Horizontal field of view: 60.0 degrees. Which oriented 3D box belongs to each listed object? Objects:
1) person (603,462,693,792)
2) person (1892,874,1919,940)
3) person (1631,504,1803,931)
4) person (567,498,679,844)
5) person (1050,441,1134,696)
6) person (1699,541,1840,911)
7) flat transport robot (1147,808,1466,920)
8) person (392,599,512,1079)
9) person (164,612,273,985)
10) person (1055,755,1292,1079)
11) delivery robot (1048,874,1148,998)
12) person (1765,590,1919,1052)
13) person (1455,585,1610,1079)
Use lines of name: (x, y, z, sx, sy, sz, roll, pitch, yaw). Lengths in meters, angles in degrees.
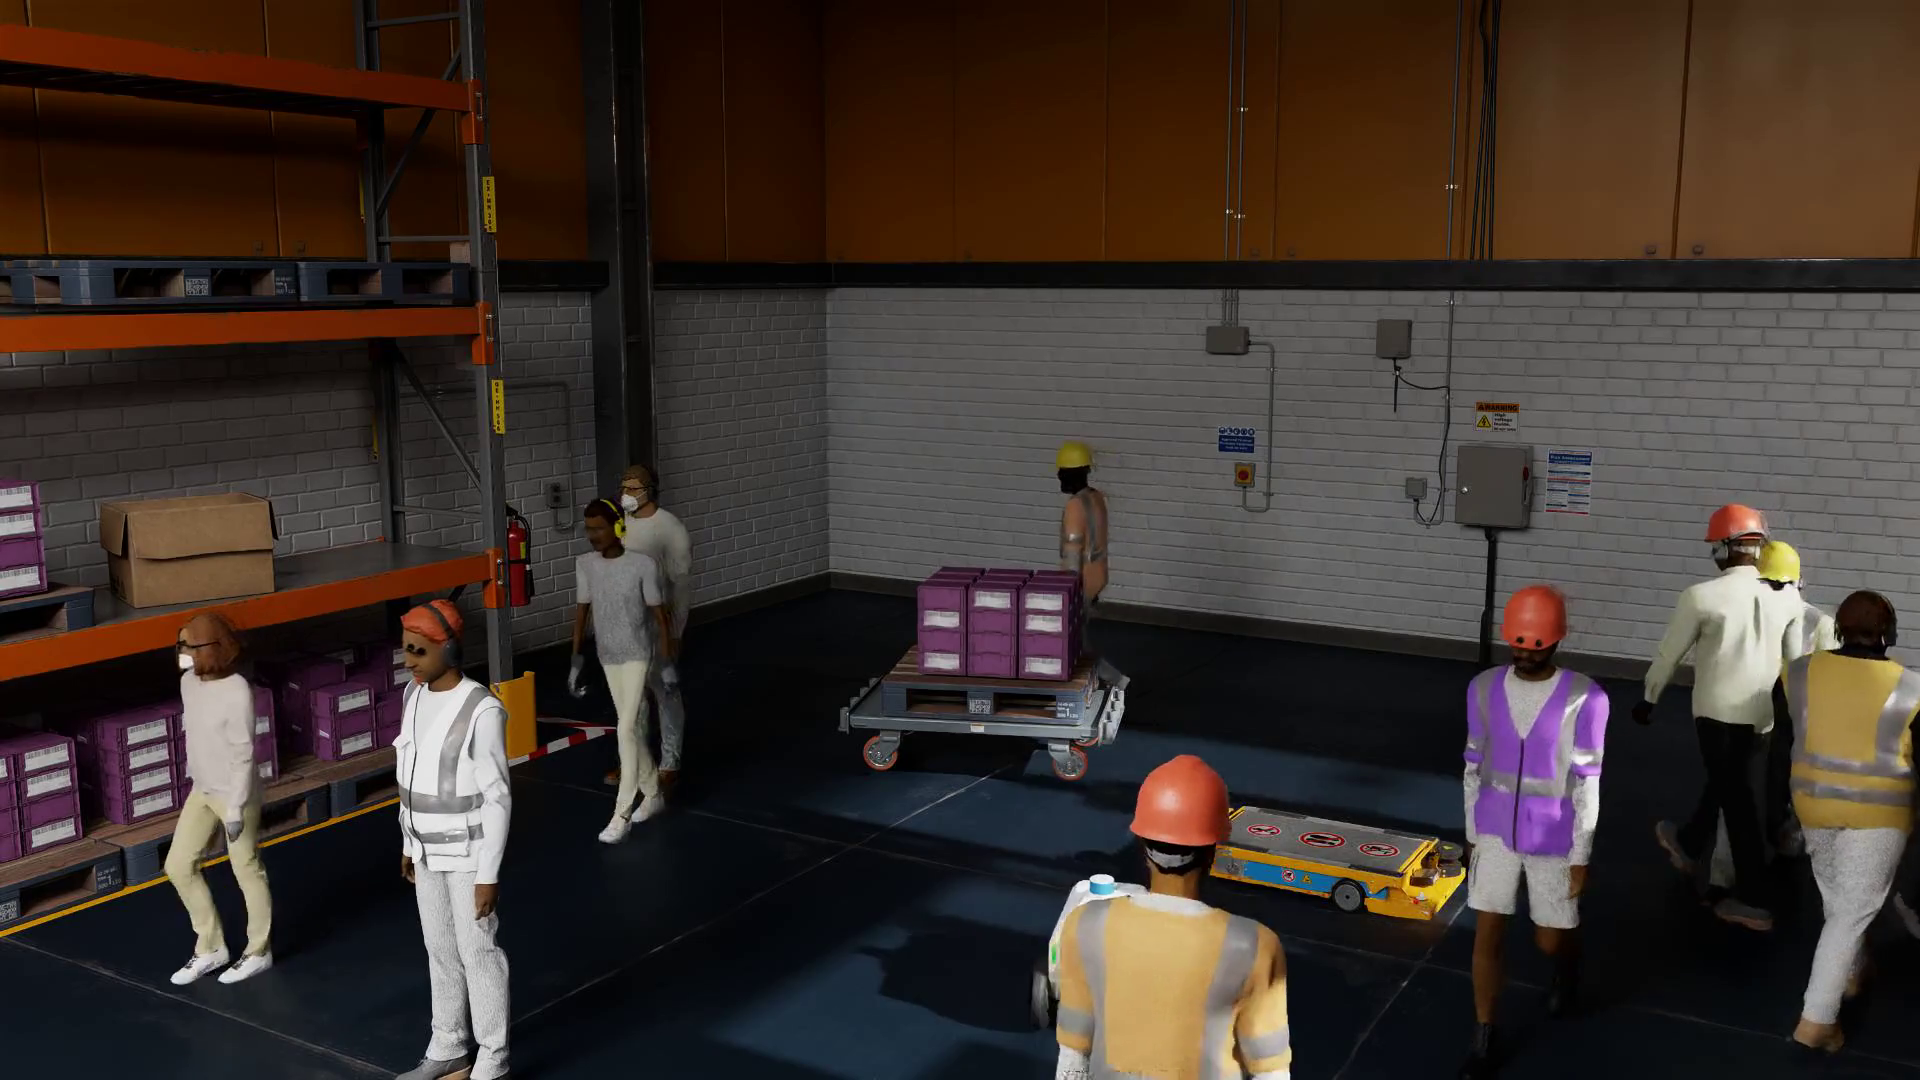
person: (-1.848, 0.508, 9.766, 0.632, 1.940, 0.372, 5, 10, 30)
person: (4.533, 1.077, 7.270, 0.501, 1.605, 0.778, -3, 9, -15)
person: (3.625, 0.790, 7.987, 0.633, 1.926, 1.047, -2, 9, -15)
person: (-1.864, 0.694, 8.952, 0.525, 1.824, 0.891, 4, 10, 23)
person: (0.860, 0.282, 11.272, 0.550, 1.904, 0.607, 3, 10, 18)
person: (3.925, 0.865, 8.061, 0.604, 1.775, 0.983, 8, 12, 42)
flat transport robot: (1.722, 1.575, 8.297, 1.431, 0.197, 0.652, 5, 11, 30)
person: (-1.842, 1.136, 6.010, 0.572, 1.887, 0.356, 8, 12, 39)
person: (-3.172, 1.106, 7.007, 0.532, 1.612, 0.522, 6, 11, 34)
person: (0.488, 1.472, 3.973, 0.562, 1.895, 0.997, 4, 10, 21)
delivery robot: (0.581, 1.620, 6.839, 0.477, 0.478, 0.707, 2, 9, 12)
person: (3.577, 1.091, 6.647, 1.013, 1.783, 0.644, -8, 12, -42)
person: (2.185, 1.079, 6.323, 0.539, 1.907, 0.771, 7, 11, 36)
